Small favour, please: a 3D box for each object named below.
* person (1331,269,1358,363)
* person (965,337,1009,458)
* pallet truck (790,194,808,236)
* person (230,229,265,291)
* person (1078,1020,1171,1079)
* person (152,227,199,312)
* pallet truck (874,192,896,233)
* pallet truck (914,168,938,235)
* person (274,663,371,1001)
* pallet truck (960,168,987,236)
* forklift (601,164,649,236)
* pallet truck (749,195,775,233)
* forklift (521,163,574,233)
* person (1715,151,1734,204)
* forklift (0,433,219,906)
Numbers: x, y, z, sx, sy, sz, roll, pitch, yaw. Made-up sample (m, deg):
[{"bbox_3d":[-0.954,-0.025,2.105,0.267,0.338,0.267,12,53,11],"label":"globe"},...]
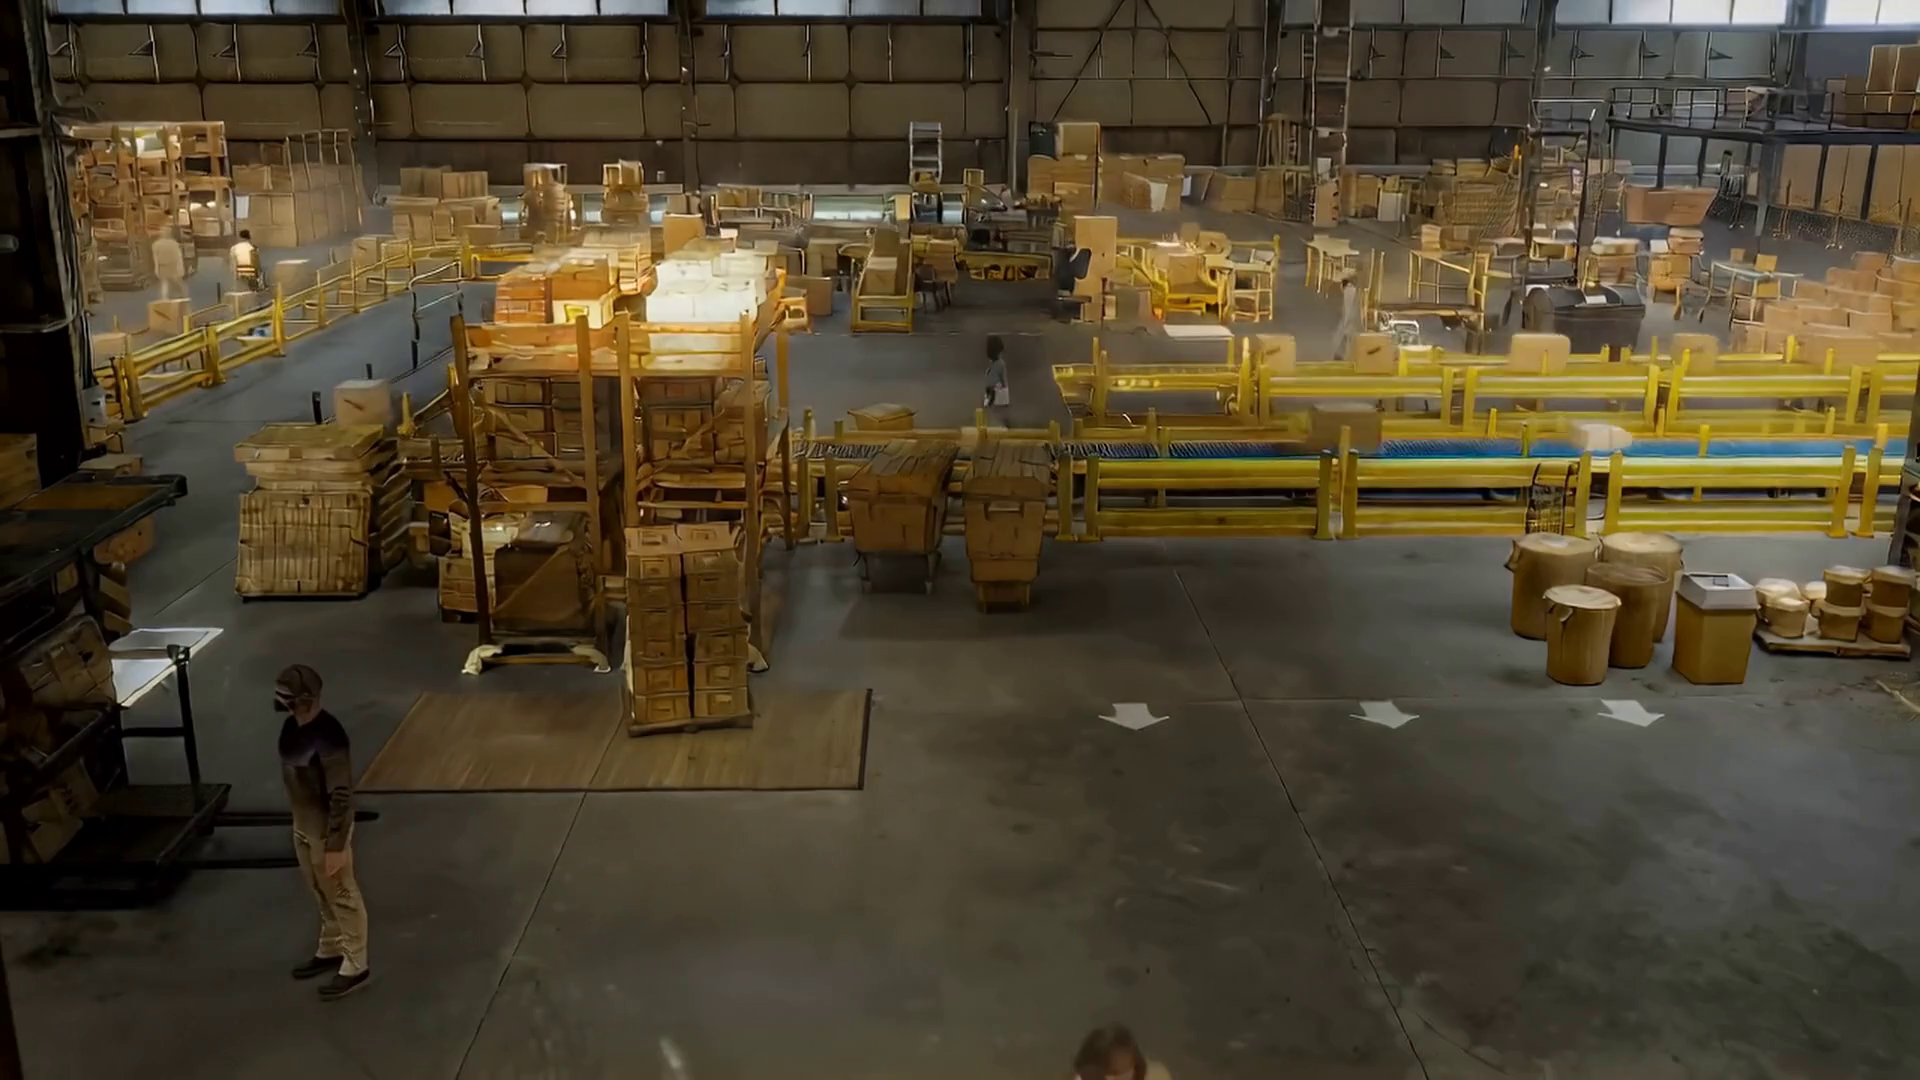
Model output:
[{"bbox_3d":[6.380,-3.637,27.748,0.658,1.746,0.527,-2,16,-6],"label":"person"},{"bbox_3d":[0.355,-1.778,21.409,0.817,1.657,0.557,2,16,5],"label":"person"},{"bbox_3d":[-4.814,-9.883,50.259,0.704,1.261,1.522,-1,16,-3],"label":"pallet truck"},{"bbox_3d":[-14.378,-5.367,33.627,0.619,1.812,0.533,-1,16,-2],"label":"person"},{"bbox_3d":[0.570,2.530,6.561,0.516,1.595,0.748,-8,18,-25],"label":"person"},{"bbox_3d":[-15.899,-5.384,33.597,0.664,1.857,1.012,1,16,5],"label":"person"},{"bbox_3d":[-2.277,-9.986,50.594,0.653,1.274,1.630,0,16,-1],"label":"pallet truck"},{"bbox_3d":[-0.989,-10.316,50.507,0.823,1.965,1.885,1,16,3],"label":"pallet truck"},{"bbox_3d":[-3.543,1.595,9.209,0.370,1.941,0.627,-14,21,-40],"label":"person"},{"bbox_3d":[0.383,-10.230,50.206,0.823,1.965,1.885,-1,16,-3],"label":"pallet truck"},{"bbox_3d":[-9.948,-10.127,49.296,1.157,1.987,2.680,-1,16,-3],"label":"forklift"},{"bbox_3d":[-6.051,-9.967,50.660,0.680,1.201,1.601,0,16,-1],"label":"pallet truck"},{"bbox_3d":[-12.233,-10.122,49.298,1.157,1.987,2.680,0,16,-1],"label":"forklift"},{"bbox_3d":[28.109,-13.330,61.181,0.573,1.886,0.357,-1,16,-2],"label":"person"},{"bbox_3d":[-5.952,0.780,10.366,1.873,2.768,1.129,0,16,-1],"label":"forklift"}]
